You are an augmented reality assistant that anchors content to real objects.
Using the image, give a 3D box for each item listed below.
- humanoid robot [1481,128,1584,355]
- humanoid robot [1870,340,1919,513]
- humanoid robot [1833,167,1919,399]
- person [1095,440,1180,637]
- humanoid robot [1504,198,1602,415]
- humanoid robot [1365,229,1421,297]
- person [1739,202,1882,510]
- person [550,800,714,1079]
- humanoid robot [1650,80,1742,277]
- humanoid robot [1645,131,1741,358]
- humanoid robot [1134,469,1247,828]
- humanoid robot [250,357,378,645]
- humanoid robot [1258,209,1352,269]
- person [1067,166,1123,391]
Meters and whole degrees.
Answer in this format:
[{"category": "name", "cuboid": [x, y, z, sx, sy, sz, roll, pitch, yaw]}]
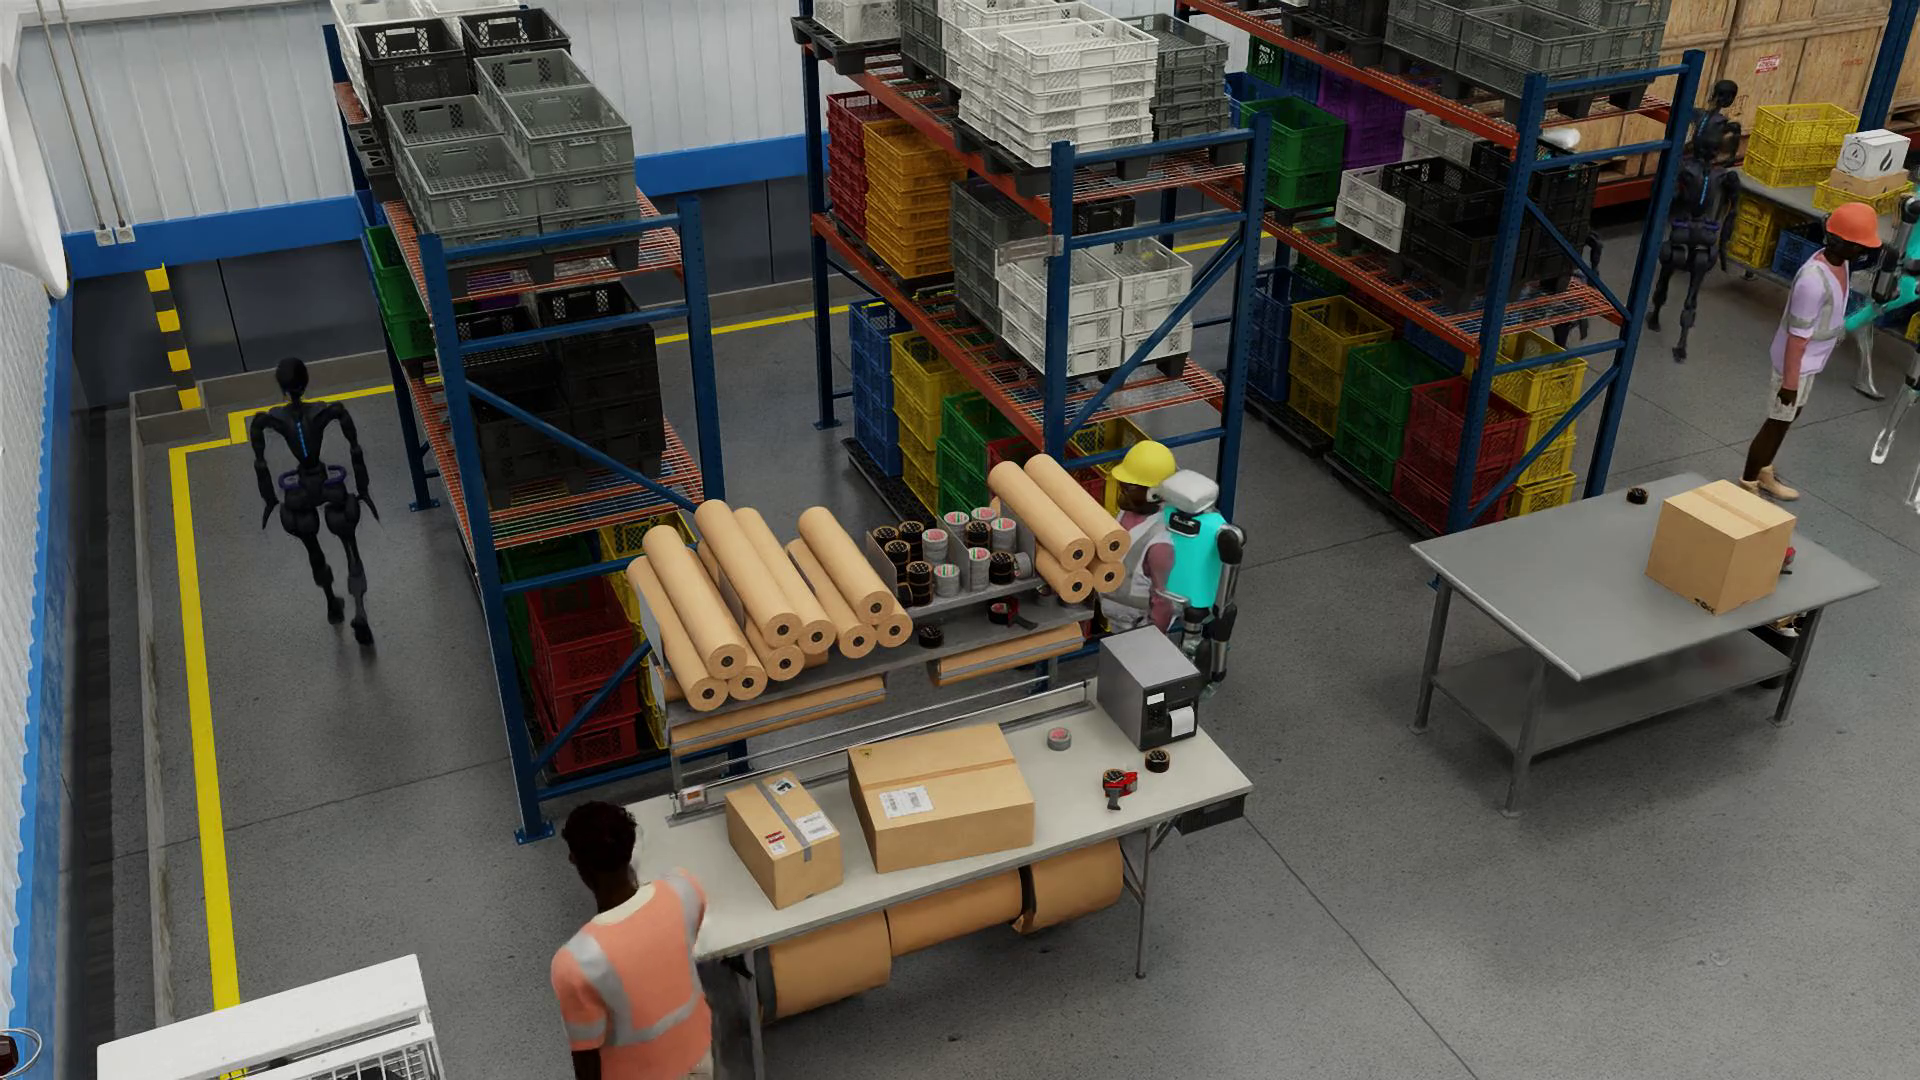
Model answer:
[{"category": "humanoid robot", "cuboid": [4.036, -2.132, 12.016, 0.531, 1.790, 0.637, -27, 40, -36]}, {"category": "humanoid robot", "cuboid": [6.137, -1.095, 10.394, 0.558, 1.782, 1.005, 7, 32, 11]}, {"category": "humanoid robot", "cuboid": [6.371, -1.799, 11.579, 0.554, 1.875, 0.817, -11, 33, -18]}, {"category": "person", "cuboid": [0.839, 0.339, 7.923, 0.404, 1.837, 0.590, -5, 32, -8]}, {"category": "humanoid robot", "cuboid": [4.018, -1.632, 11.293, 0.584, 1.641, 0.421, 19, 36, 28]}, {"category": "humanoid robot", "cuboid": [3.198, -2.217, 12.266, 0.608, 1.627, 0.740, -14, 34, -21]}, {"category": "person", "cuboid": [5.114, -1.075, 10.046, 0.410, 2.030, 0.608, 23, 38, 32]}, {"category": "person", "cuboid": [-1.152, 1.658, 5.694, 0.595, 1.922, 0.931, -26, 40, -36]}, {"category": "humanoid robot", "cuboid": [5.861, -2.883, 13.370, 0.815, 1.625, 0.612, -22, 38, -32]}, {"category": "humanoid robot", "cuboid": [5.373, -2.199, 12.246, 0.590, 1.621, 0.800, 8, 32, 12]}, {"category": "humanoid robot", "cuboid": [0.854, 0.622, 7.603, 0.570, 1.810, 0.856, 26, 40, 36]}, {"category": "humanoid robot", "cuboid": [-3.476, -0.190, 8.952, 0.601, 1.642, 0.650, -10, 33, -16]}, {"category": "humanoid robot", "cuboid": [2.949, -2.905, 13.311, 1.041, 1.739, 0.565, -3, 32, -4]}, {"category": "person", "cuboid": [0.778, -1.680, 11.216, 0.636, 1.821, 0.452, -10, 33, -16]}]
